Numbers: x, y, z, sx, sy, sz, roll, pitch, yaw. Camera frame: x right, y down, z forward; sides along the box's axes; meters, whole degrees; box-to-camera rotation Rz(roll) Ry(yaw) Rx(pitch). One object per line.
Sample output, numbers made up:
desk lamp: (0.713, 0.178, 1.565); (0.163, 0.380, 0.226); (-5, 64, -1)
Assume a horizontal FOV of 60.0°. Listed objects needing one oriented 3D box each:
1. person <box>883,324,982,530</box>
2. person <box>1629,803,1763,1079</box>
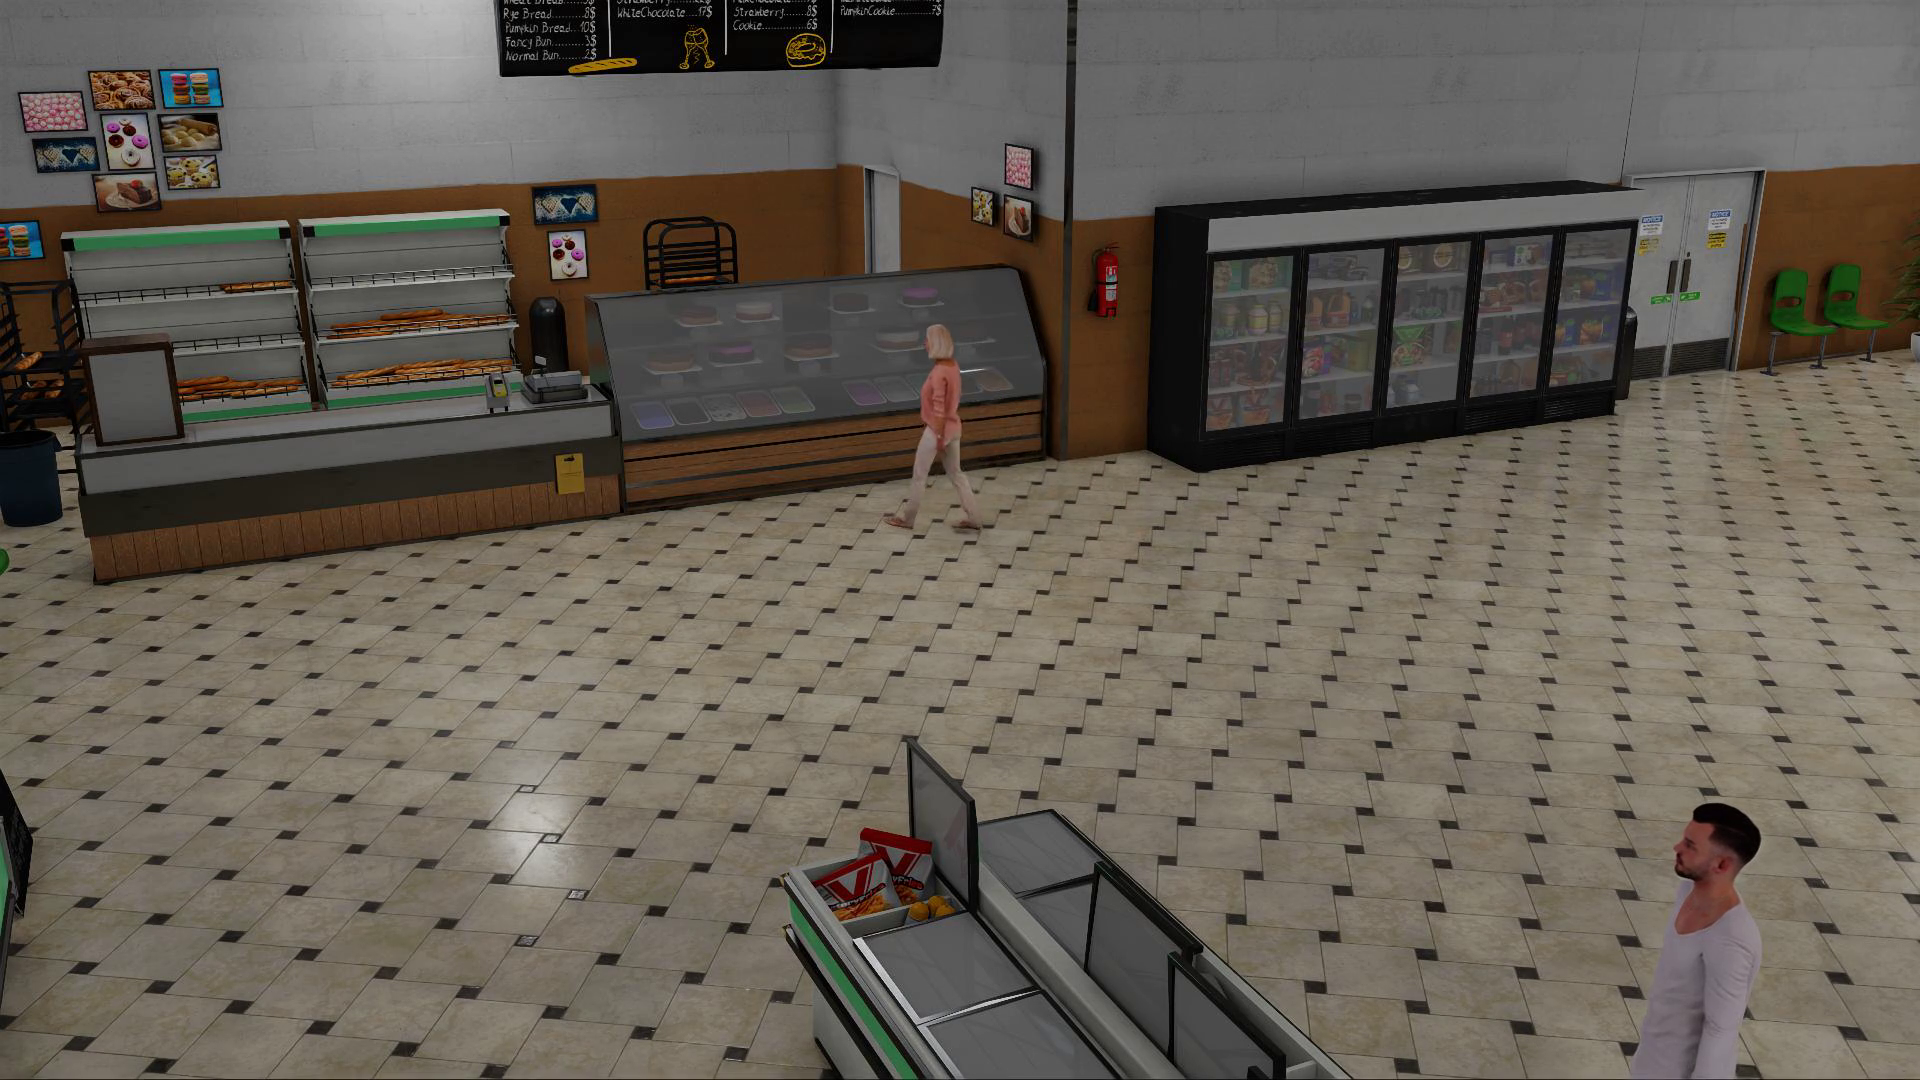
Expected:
person: (-0.073, -0.865, 13.301); (1.076, 1.687, 1.026); (6, 19, 16)
person: (2.382, 1.691, 5.480); (0.816, 1.840, 0.698); (2, 19, 7)
